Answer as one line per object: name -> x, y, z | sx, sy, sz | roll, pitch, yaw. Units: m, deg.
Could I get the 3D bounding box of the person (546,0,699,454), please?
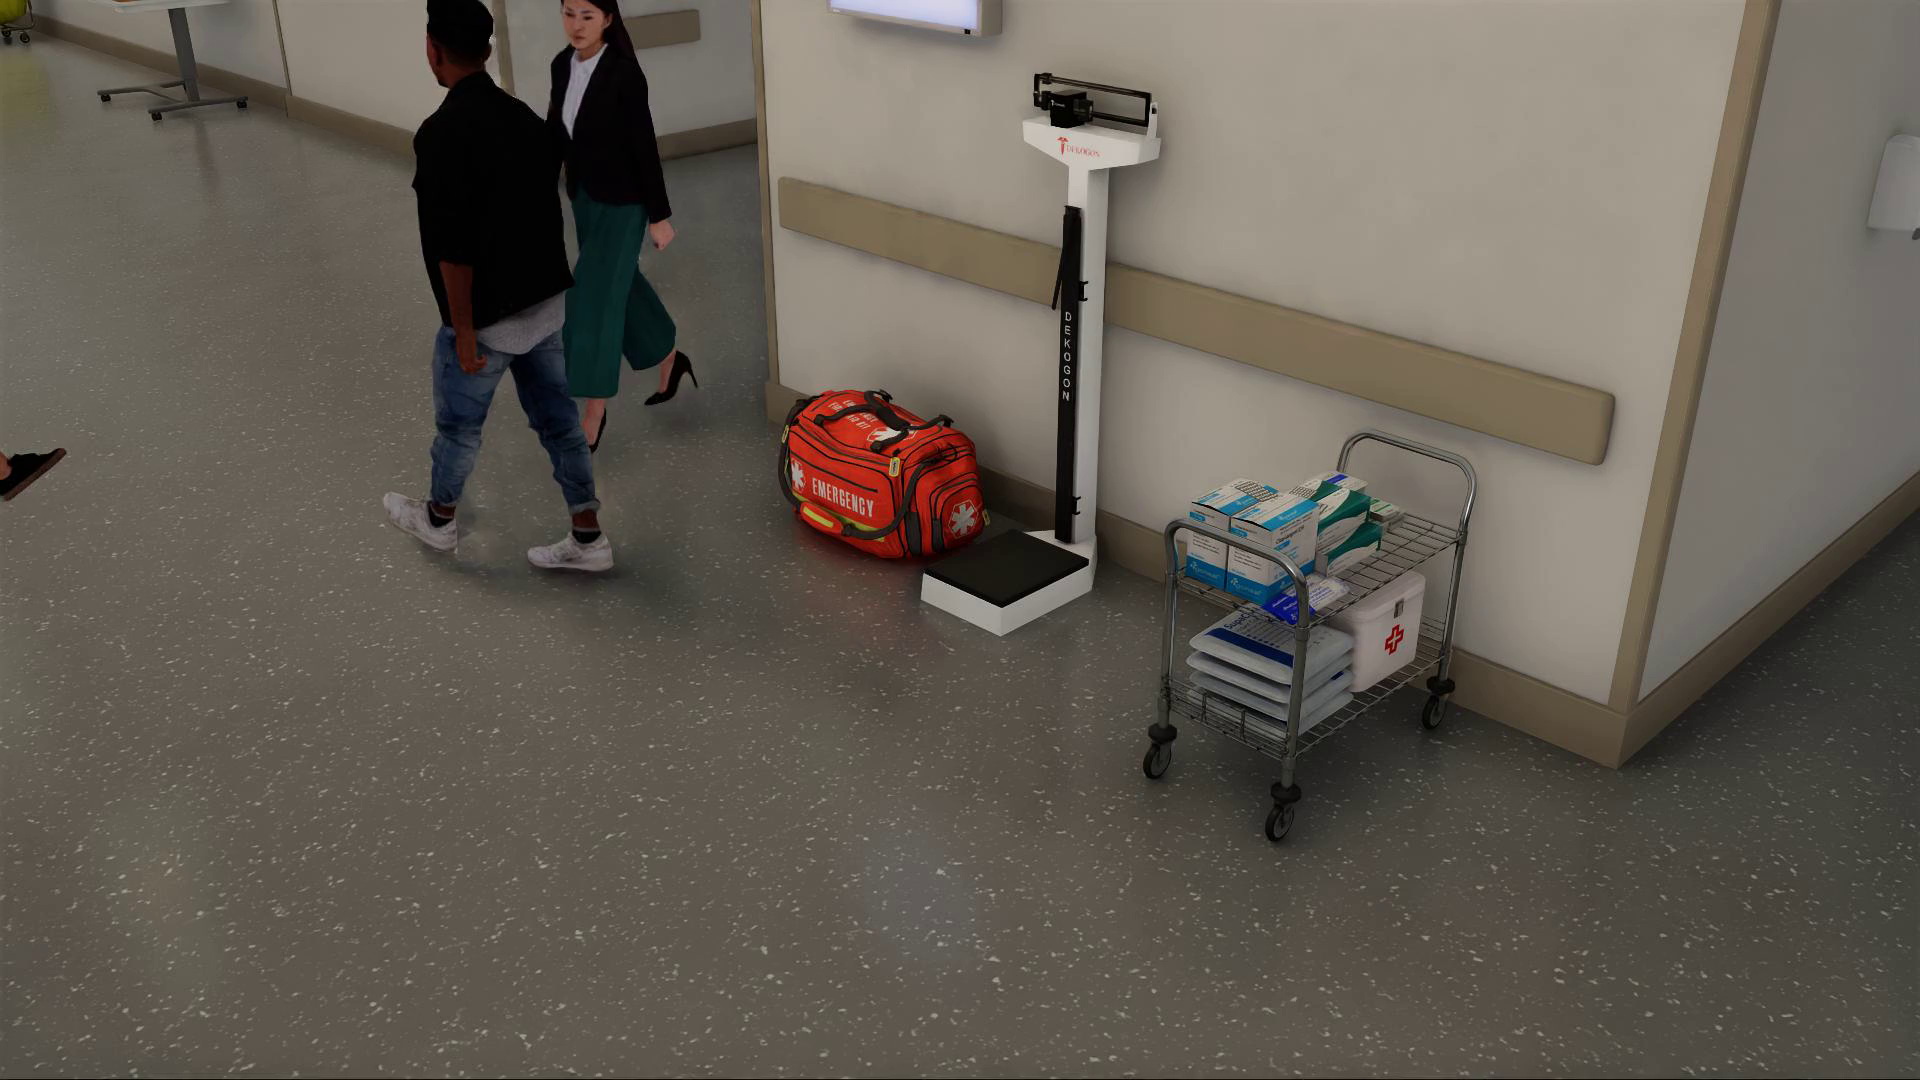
person -> -1.249, -1.186, 6.109 | 0.930, 1.709, 0.803 | 22, 33, 37

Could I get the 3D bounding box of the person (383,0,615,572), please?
person -> -1.307, -0.706, 5.041 | 1.178, 1.773, 0.960 | 9, 27, 19
